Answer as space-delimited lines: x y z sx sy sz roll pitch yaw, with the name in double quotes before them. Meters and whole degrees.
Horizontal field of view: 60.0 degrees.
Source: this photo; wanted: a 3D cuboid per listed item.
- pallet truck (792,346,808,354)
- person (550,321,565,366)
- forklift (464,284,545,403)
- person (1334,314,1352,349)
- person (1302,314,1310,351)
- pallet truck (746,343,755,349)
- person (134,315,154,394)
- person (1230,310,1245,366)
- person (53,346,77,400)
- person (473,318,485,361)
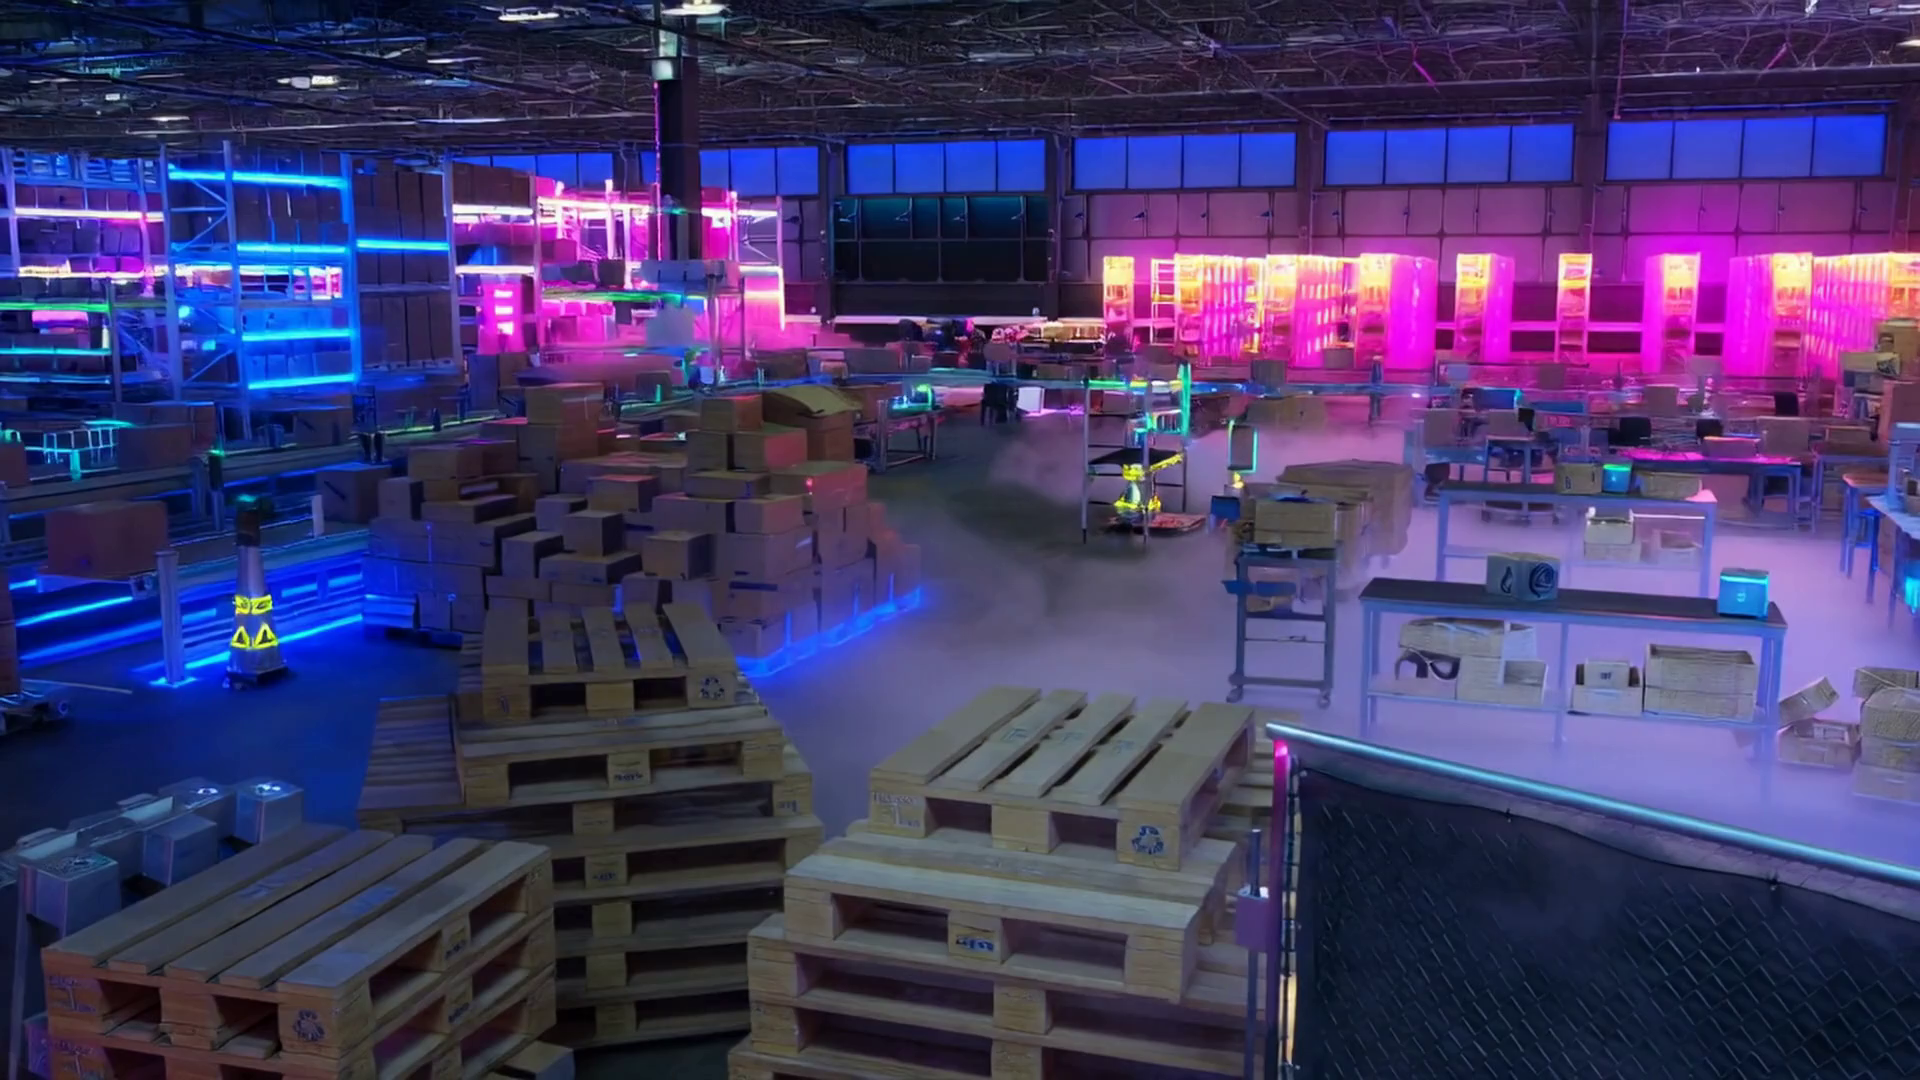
"pallet truck" -3.705 -4.298 42.022 0.653 1.274 1.630 3 10 20
"person" -10.731 -4.928 44.316 0.404 1.832 0.589 -2 9 -10
"forklift" -10.832 -4.702 39.610 1.129 2.768 1.873 3 10 20
"person" 11.976 -6.142 51.930 0.588 1.835 0.404 8 12 41
"person" 12.361 -7.345 59.463 0.377 1.837 0.570 2 9 10
"pallet truck" -6.183 -4.618 44.264 1.601 1.201 0.680 -9 12 -43
"person" -20.817 -4.725 42.403 0.629 2.033 0.447 4 10 22
"person" 8.612 -6.161 51.714 0.439 1.935 0.633 -2 9 -14
"person" -21.883 -4.240 40.665 0.530 1.614 0.567 4 10 25
"person" -12.876 -5.046 44.881 0.560 1.889 1.017 4 10 23
